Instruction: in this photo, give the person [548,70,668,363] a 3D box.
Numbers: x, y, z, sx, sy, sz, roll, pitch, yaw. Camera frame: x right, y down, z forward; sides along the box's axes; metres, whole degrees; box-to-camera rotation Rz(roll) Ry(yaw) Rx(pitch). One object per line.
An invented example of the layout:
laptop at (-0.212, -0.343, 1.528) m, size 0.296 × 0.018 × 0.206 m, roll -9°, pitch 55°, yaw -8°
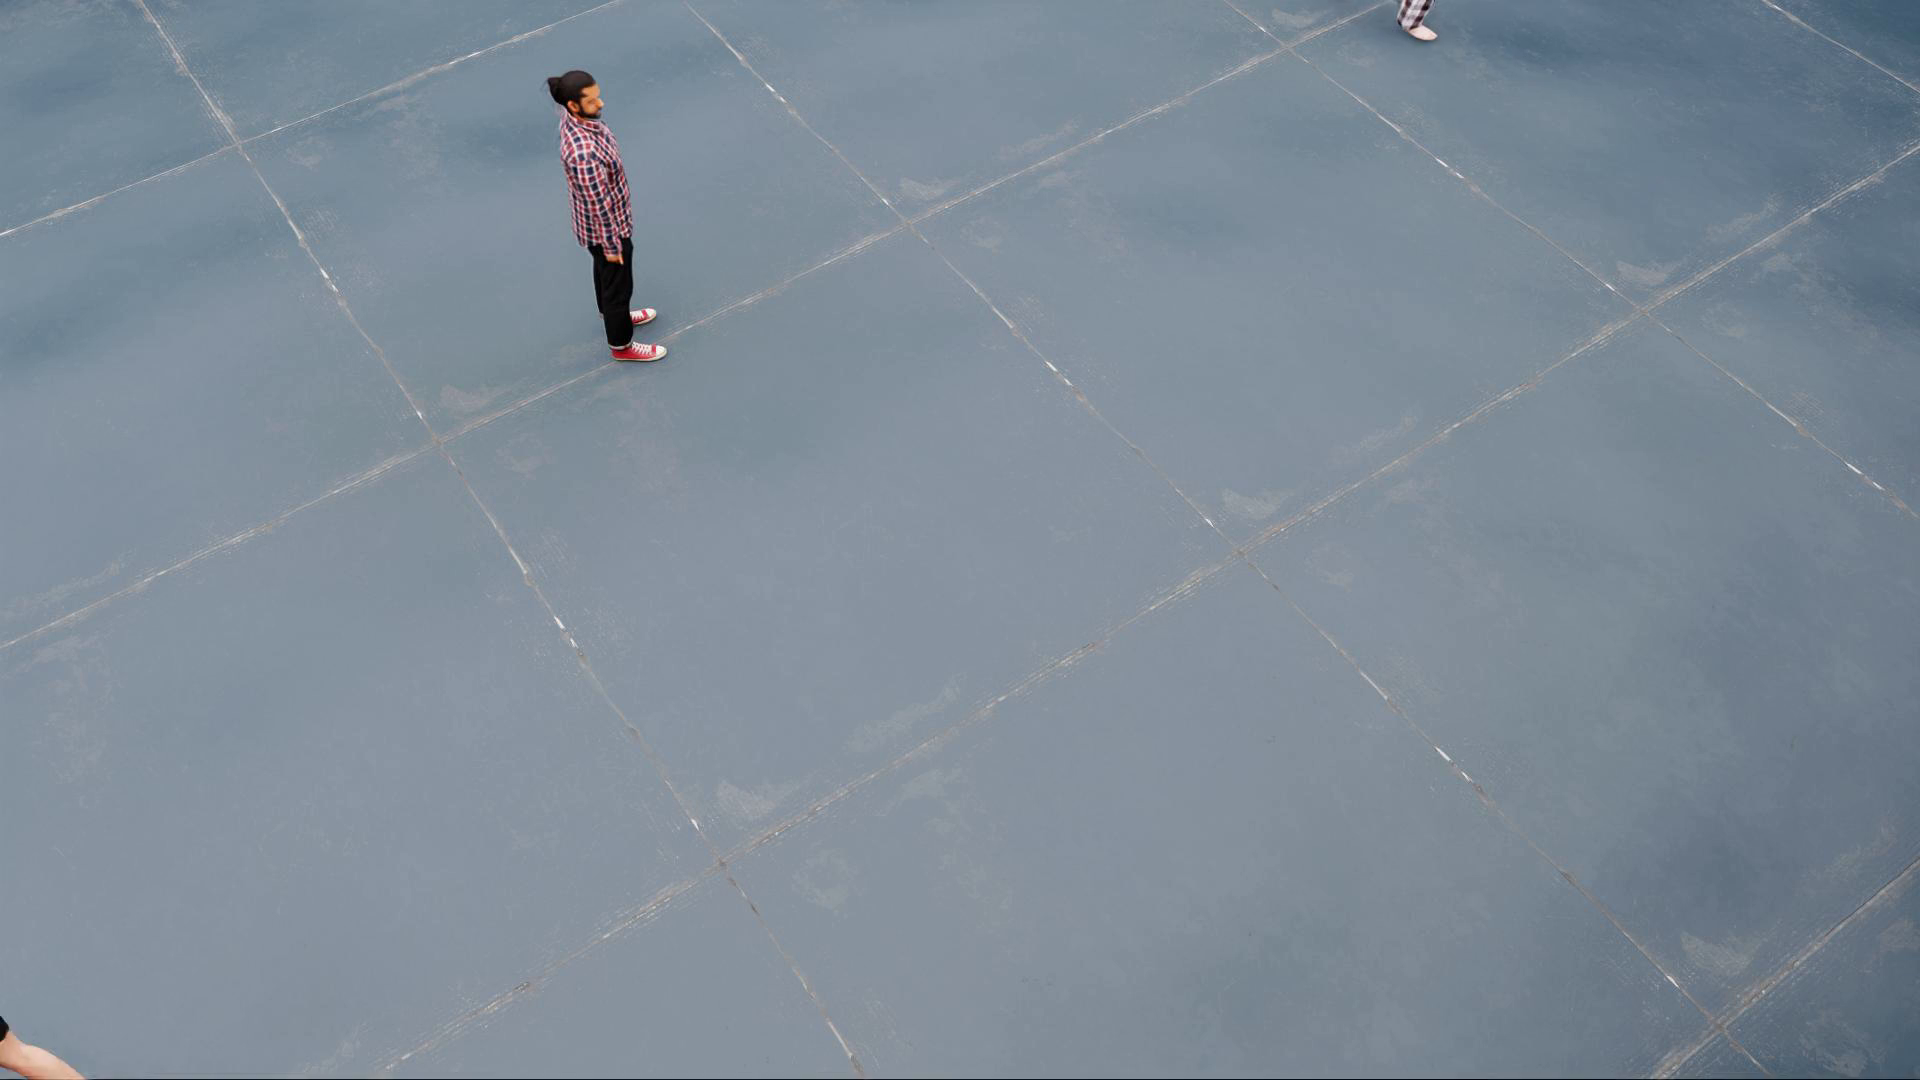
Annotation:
person at (-1.841, -1.668, 8.590) m, size 0.817 × 1.761 × 0.631 m, roll -14°, pitch 54°, yaw -11°
